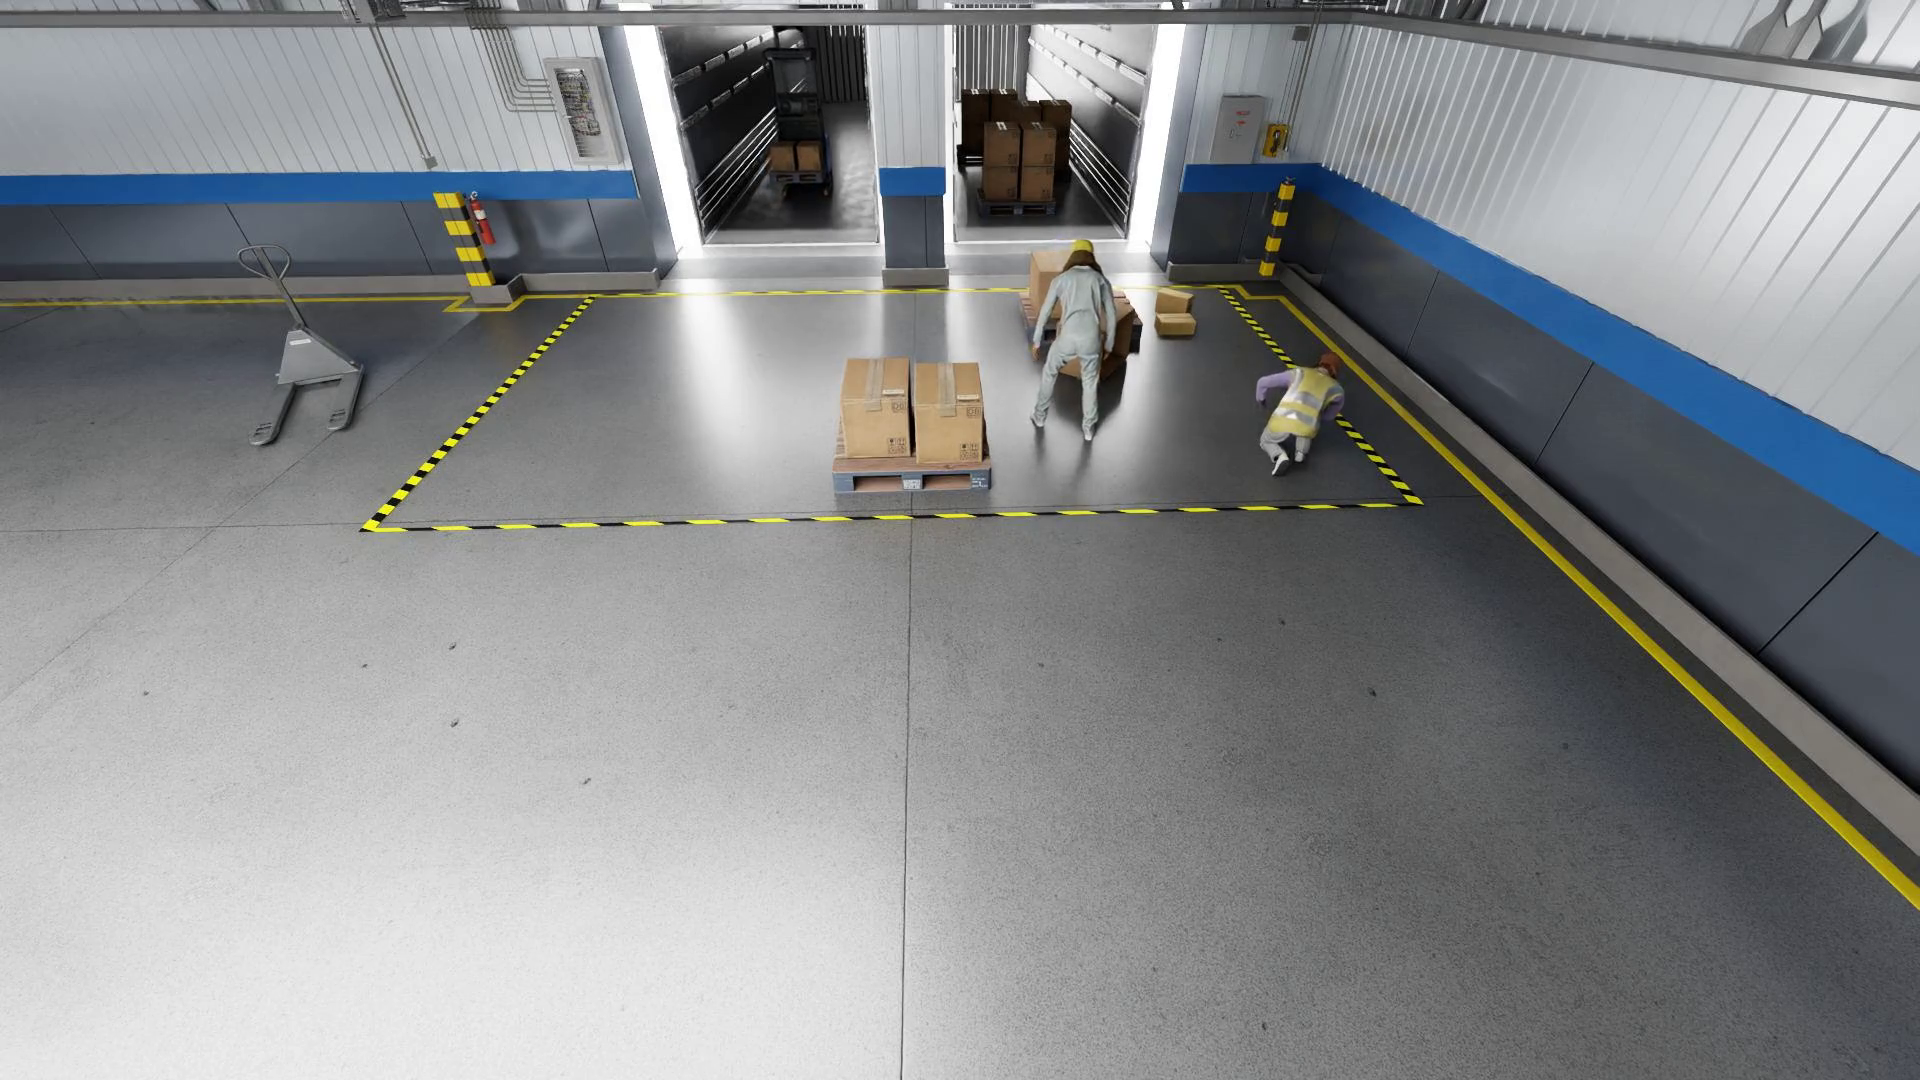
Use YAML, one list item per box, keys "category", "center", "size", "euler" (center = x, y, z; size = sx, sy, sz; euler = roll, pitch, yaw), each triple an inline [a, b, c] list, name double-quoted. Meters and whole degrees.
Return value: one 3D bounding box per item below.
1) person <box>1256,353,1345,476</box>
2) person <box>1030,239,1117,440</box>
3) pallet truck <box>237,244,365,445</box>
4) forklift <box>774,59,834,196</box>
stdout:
- category: "person"
  center: [2.660, -1.002, 5.841]
  size: [0.667, 0.808, 0.912]
  euler: [16, 41, 19]
- category: "person"
  center: [0.922, -1.636, 6.054]
  size: [0.660, 1.488, 0.735]
  euler: [0, 38, 0]
- category: "pallet truck"
  center: [-5.915, -1.733, 6.366]
  size: [0.680, 1.201, 1.601]
  euler: [-18, 42, -21]
- category: "forklift"
  center: [-2.672, -7.167, 12.570]
  size: [0.716, 2.013, 0.776]
  euler: [-2, 39, -2]
